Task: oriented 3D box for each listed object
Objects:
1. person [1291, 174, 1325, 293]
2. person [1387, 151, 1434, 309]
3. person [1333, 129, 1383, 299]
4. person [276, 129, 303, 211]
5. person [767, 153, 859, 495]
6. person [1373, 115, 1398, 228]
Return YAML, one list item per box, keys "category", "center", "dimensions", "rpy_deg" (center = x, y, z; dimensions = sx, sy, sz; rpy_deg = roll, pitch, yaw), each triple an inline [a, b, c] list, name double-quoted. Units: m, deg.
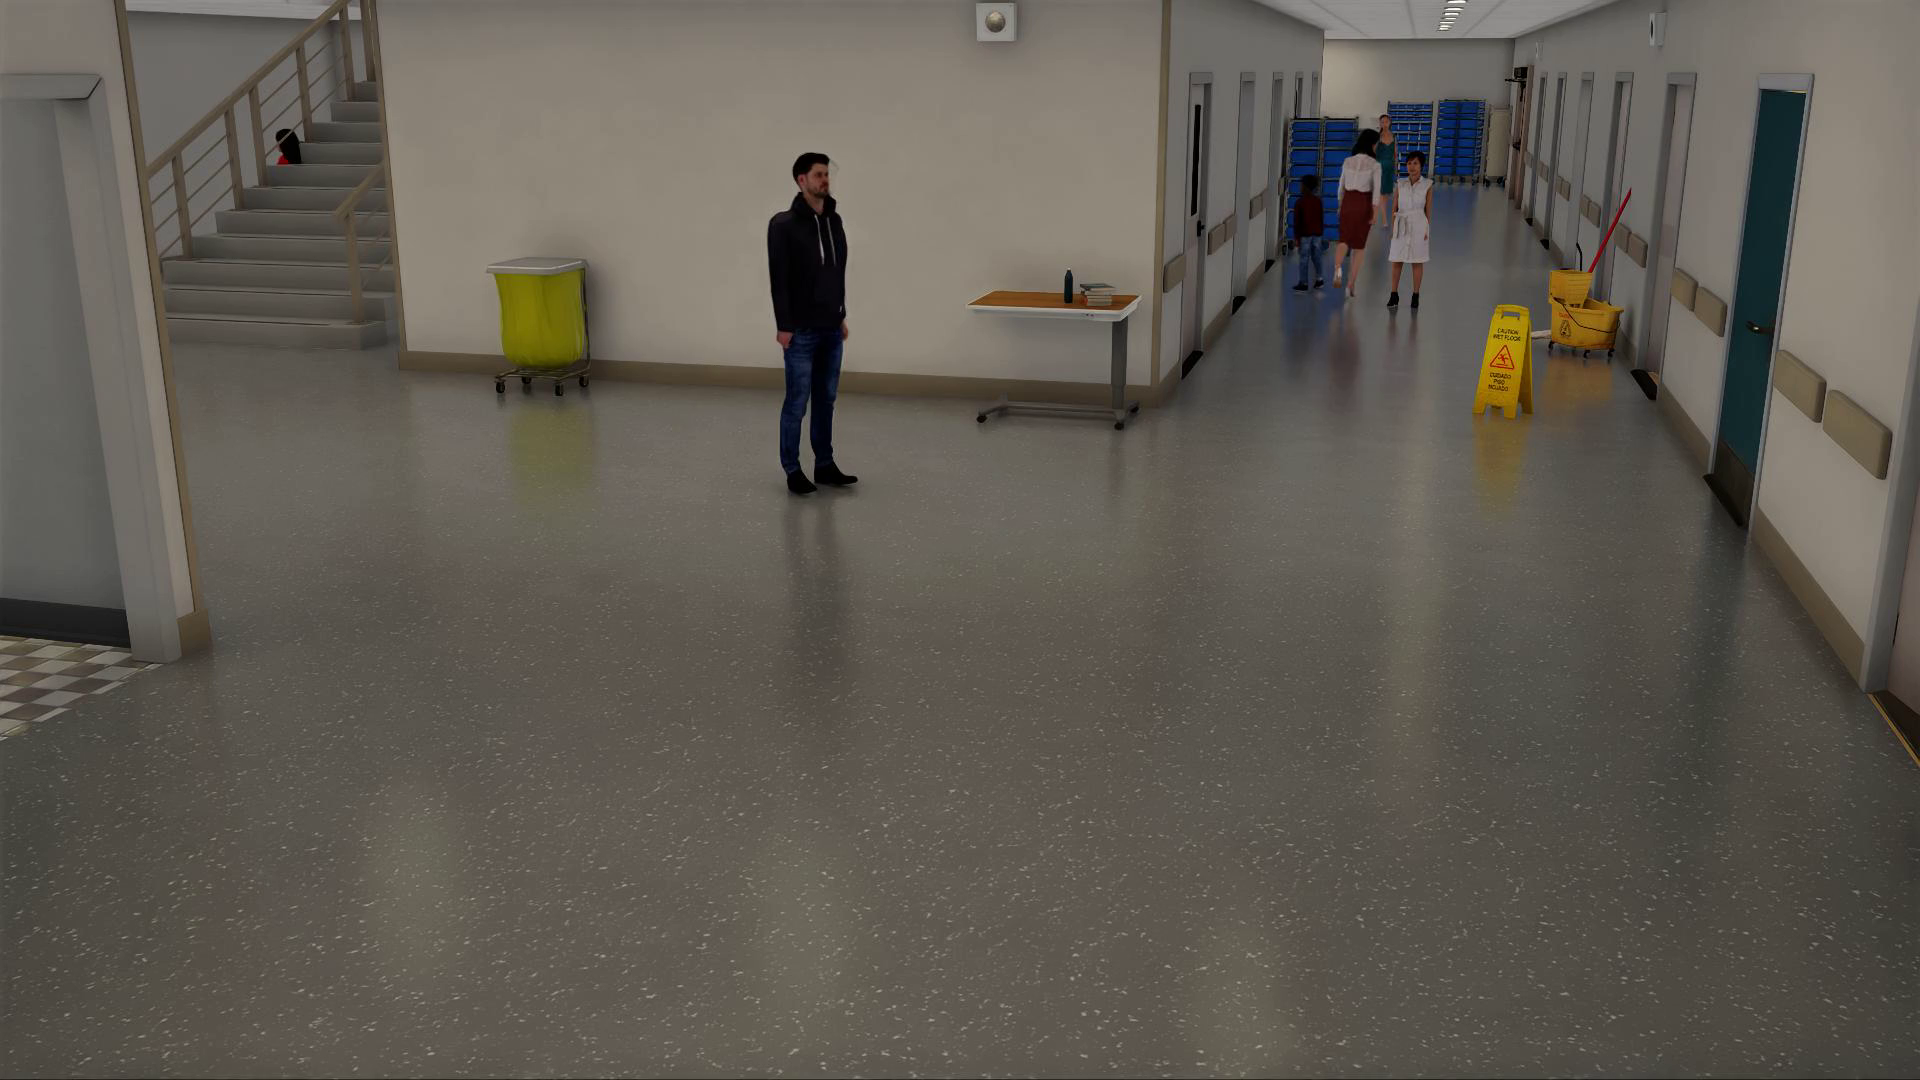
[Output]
- category: "person"
  center: [3.778, -3.310, 17.973]
  dimensions: [0.624, 1.247, 0.667]
  rpy_deg: [-5, 17, -17]
- category: "person"
  center: [4.551, -3.143, 16.812]
  dimensions: [0.582, 1.556, 0.555]
  rpy_deg: [7, 17, 22]
- category: "person"
  center: [4.101, -3.355, 17.240]
  dimensions: [0.736, 1.732, 0.882]
  rpy_deg: [8, 18, 27]
- category: "person"
  center: [-6.919, -3.388, 17.326]
  dimensions: [0.705, 1.749, 0.583]
  rpy_deg: [2, 16, 7]
- category: "person"
  center: [-0.844, -1.222, 9.378]
  dimensions: [0.818, 1.893, 0.687]
  rpy_deg: [14, 21, 41]
- category: "person"
  center: [6.422, -5.597, 25.322]
  dimensions: [0.801, 1.661, 0.996]
  rpy_deg: [-3, 16, -10]
